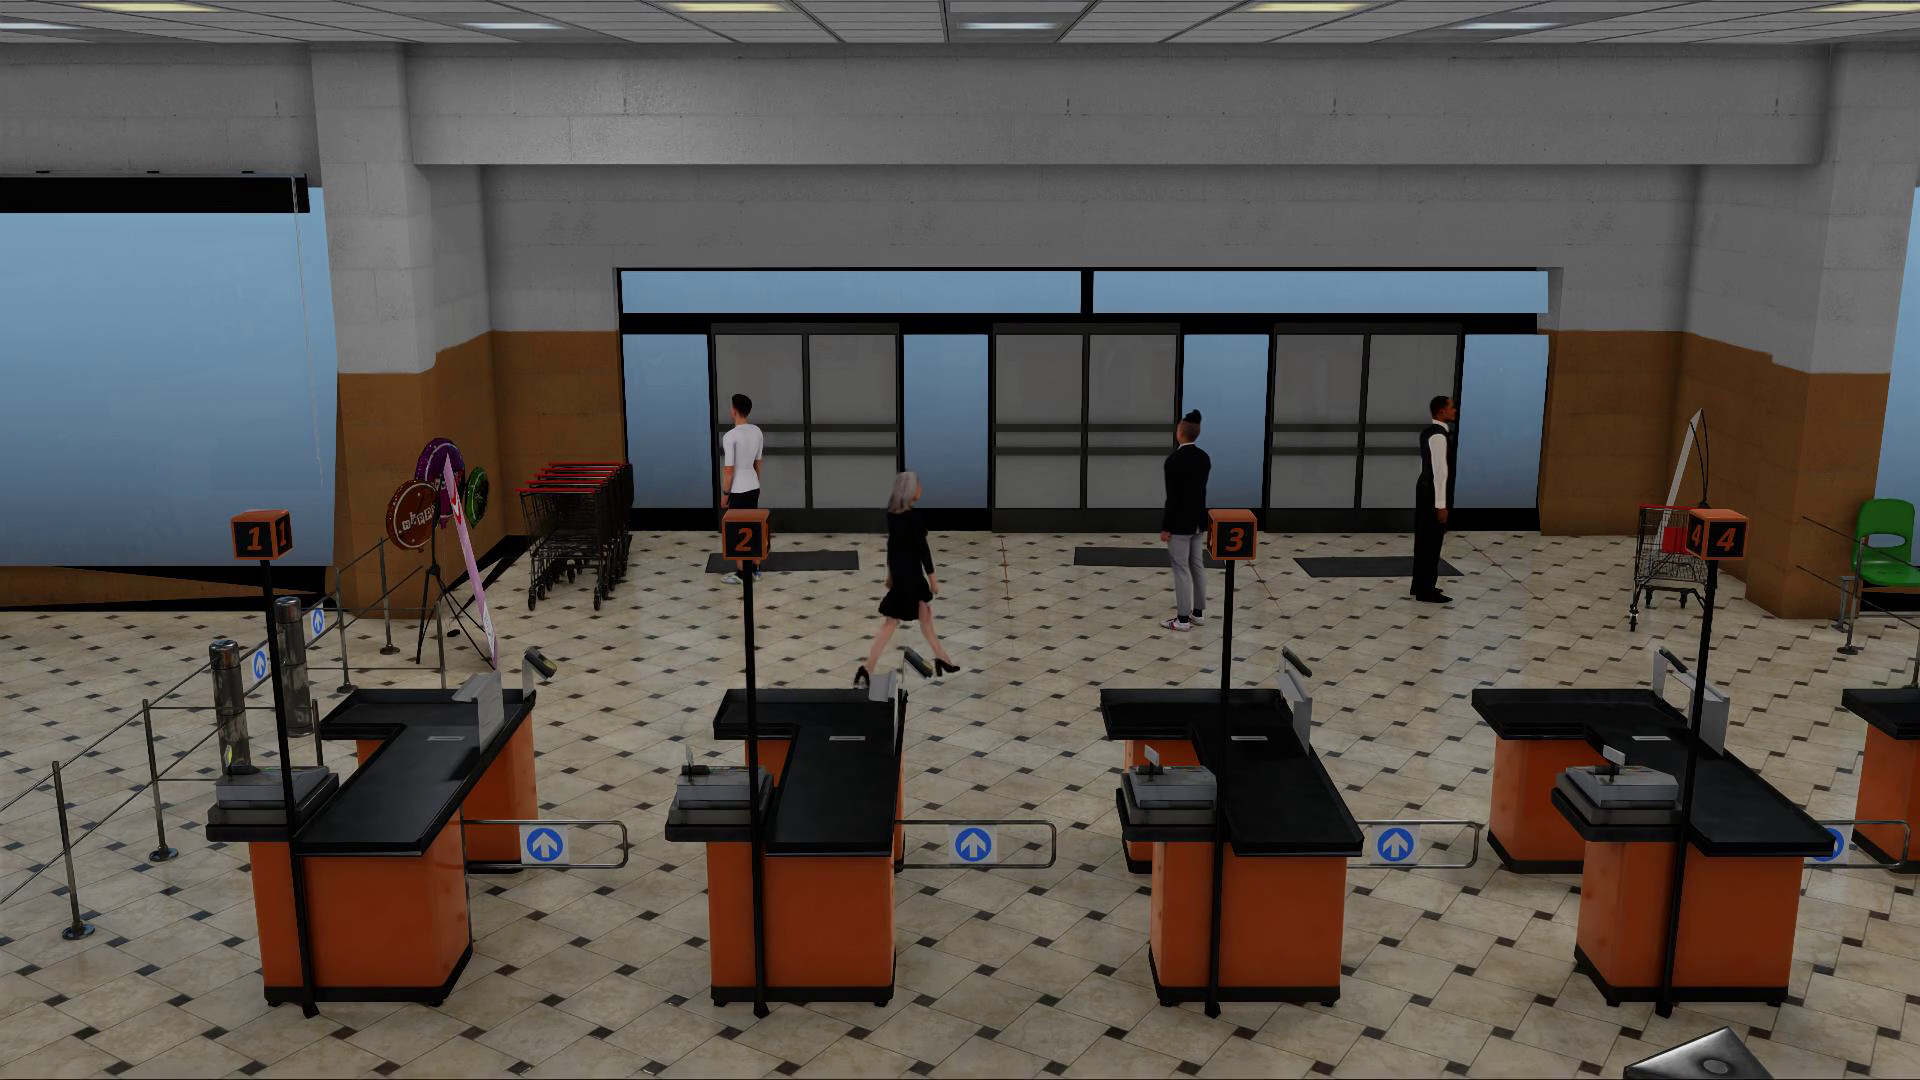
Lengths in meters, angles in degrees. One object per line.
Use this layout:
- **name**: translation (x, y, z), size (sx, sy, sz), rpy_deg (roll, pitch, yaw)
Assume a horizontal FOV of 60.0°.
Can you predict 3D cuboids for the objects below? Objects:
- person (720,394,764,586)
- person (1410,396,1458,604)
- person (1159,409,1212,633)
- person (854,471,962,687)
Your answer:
- **person**: translation (-2.095, -0.494, 16.049), size (0.819, 1.852, 0.712), rpy_deg (9, 16, 34)
- **person**: translation (4.408, -0.395, 15.500), size (0.748, 1.918, 0.509), rpy_deg (1, 14, 2)
- **person**: translation (1.986, -0.182, 14.559), size (0.785, 1.949, 0.834), rpy_deg (-13, 18, -42)
- **person**: translation (-0.485, 0.356, 12.887), size (1.052, 1.690, 1.176), rpy_deg (-8, 16, -29)
